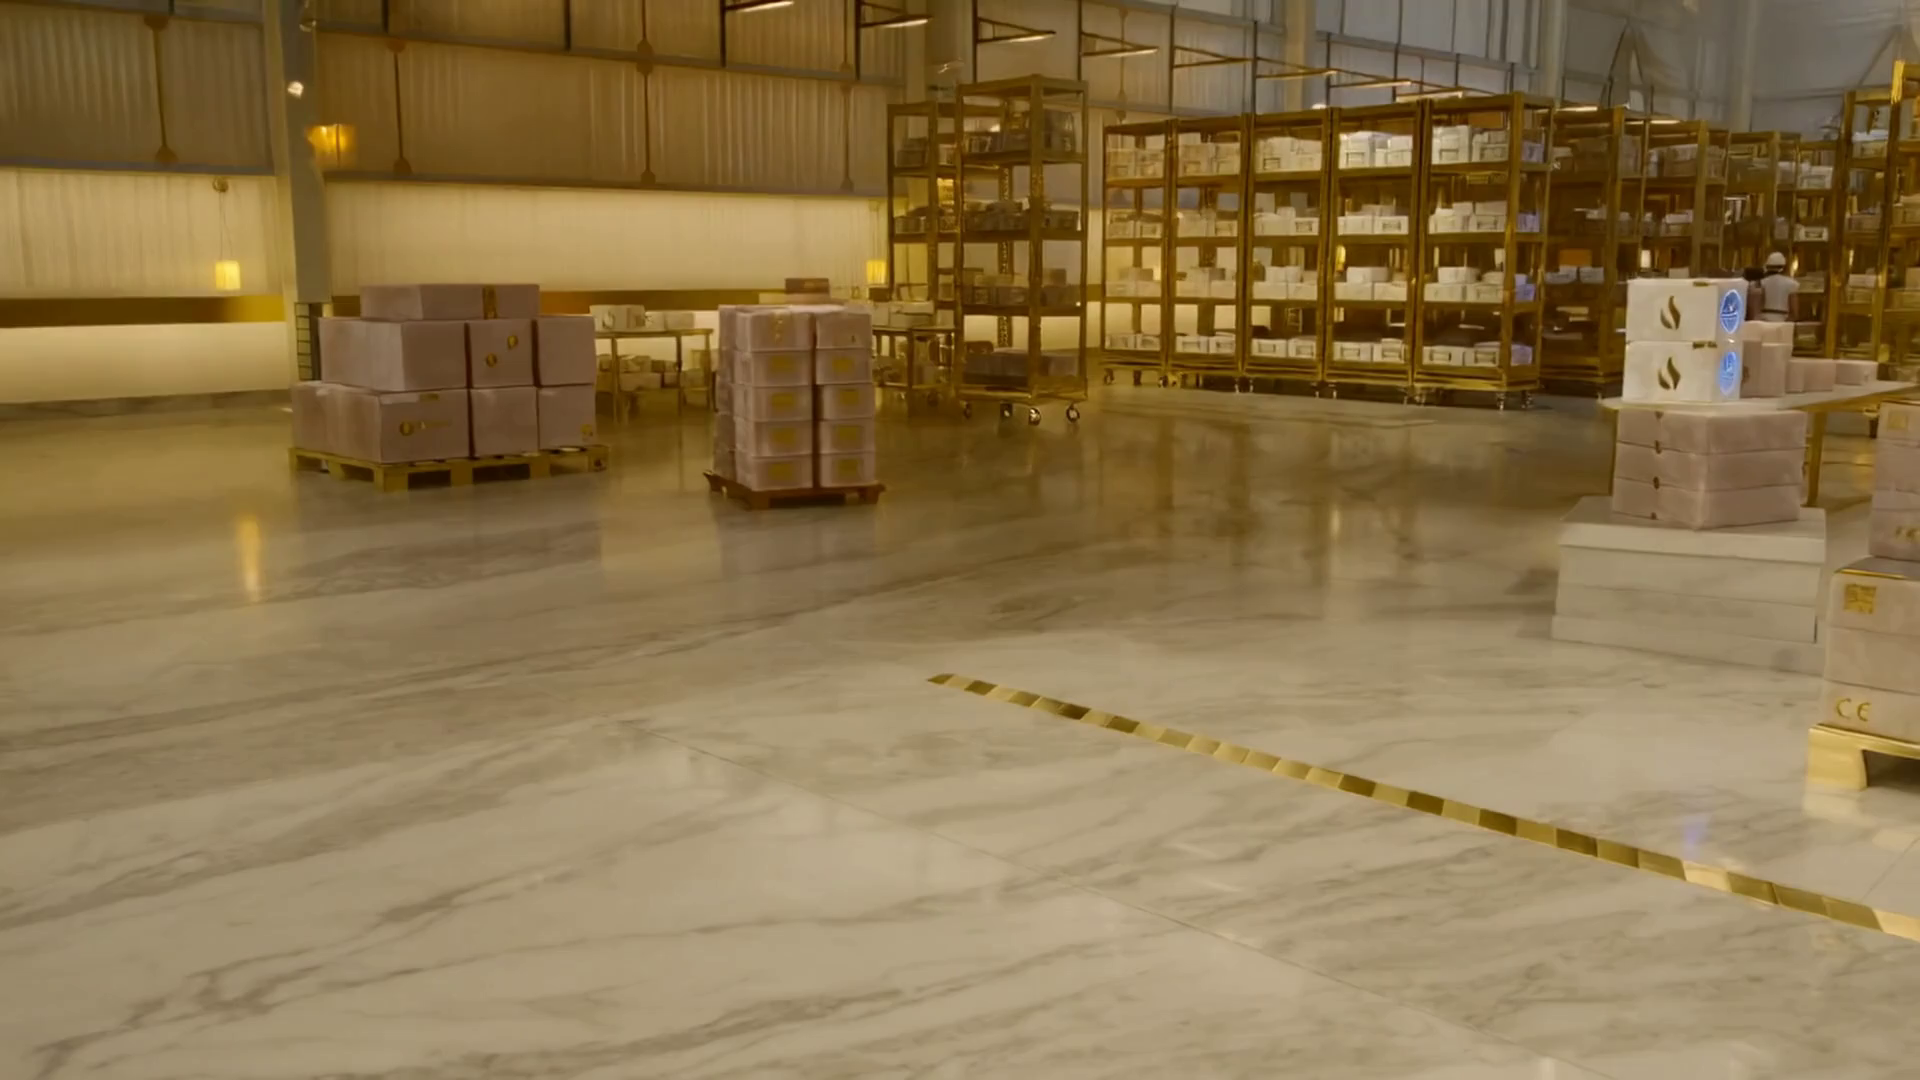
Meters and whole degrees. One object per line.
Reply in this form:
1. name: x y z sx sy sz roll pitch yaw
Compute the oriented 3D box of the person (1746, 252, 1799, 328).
1. person: 9.932 -2.602 20.403 0.590 1.833 0.404 1 10 8
